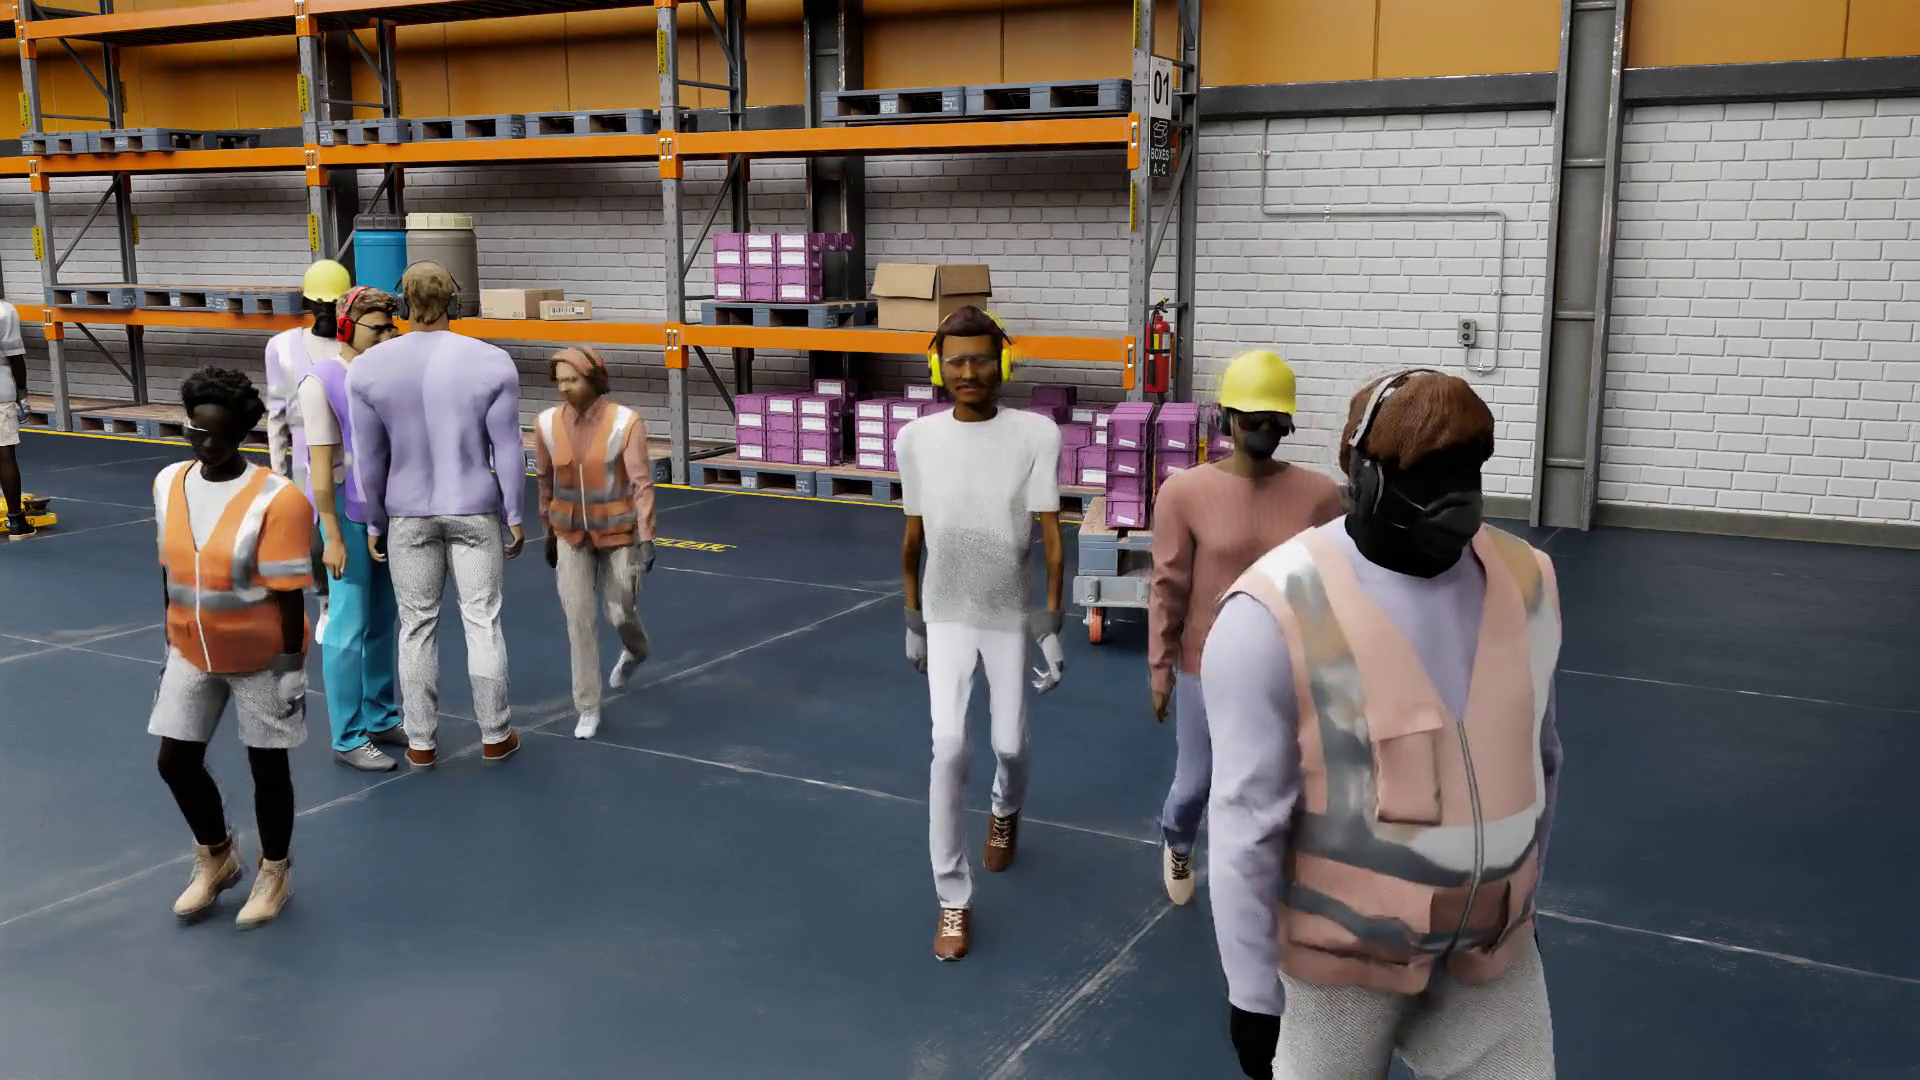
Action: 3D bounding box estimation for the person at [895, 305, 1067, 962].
[{"bbox_3d":[0.068,0.220,4.941,0.510,1.842,0.860,1,10,3],"label":"person"}]

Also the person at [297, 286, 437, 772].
[{"bbox_3d":[-2.300,-0.050,6.401,0.388,1.838,0.563,2,11,11],"label":"person"}]

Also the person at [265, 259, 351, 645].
[{"bbox_3d":[-2.977,-0.372,7.936,0.618,1.913,0.439,-2,11,-12],"label":"person"}]

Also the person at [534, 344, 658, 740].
[{"bbox_3d":[-1.474,-0.031,6.956,0.536,1.605,0.715,2,10,9],"label":"person"}]

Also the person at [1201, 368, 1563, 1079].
[{"bbox_3d":[0.712,0.652,2.590,0.661,1.823,0.618,-3,11,-17],"label":"person"}]

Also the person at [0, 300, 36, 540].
[{"bbox_3d":[-6.499,-0.957,11.021,0.606,1.967,0.367,-4,11,-21],"label":"person"}]

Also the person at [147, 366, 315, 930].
[{"bbox_3d":[-2.069,0.328,4.781,0.539,1.667,0.404,2,11,11],"label":"person"}]

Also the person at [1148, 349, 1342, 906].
[{"bbox_3d":[0.772,0.325,4.642,0.531,1.737,0.822,0,10,-3],"label":"person"}]

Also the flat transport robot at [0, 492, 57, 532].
[{"bbox_3d":[-7.037,-0.222,11.644,1.431,0.197,0.652,7,12,33],"label":"flat transport robot"}]

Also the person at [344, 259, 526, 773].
[{"bbox_3d":[-1.958,-0.080,6.296,0.631,1.939,0.372,-3,11,-14],"label":"person"}]
